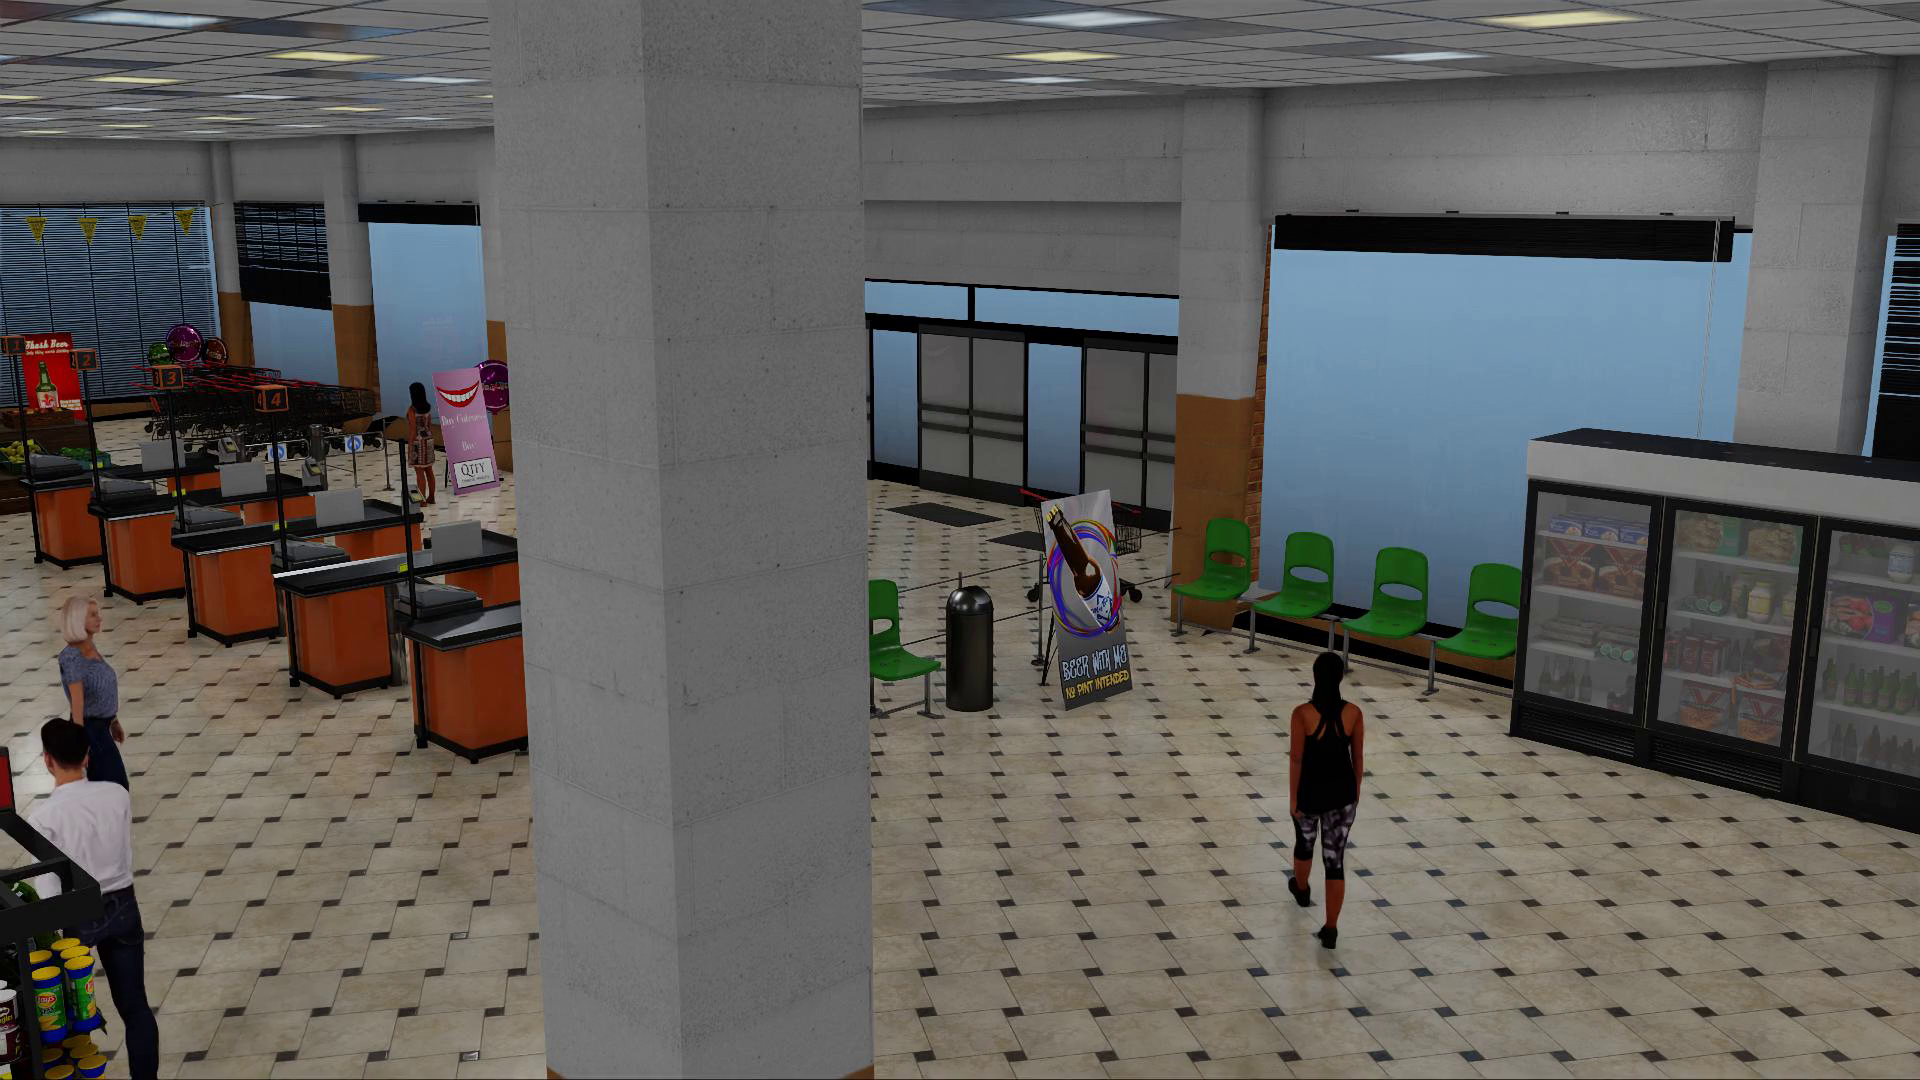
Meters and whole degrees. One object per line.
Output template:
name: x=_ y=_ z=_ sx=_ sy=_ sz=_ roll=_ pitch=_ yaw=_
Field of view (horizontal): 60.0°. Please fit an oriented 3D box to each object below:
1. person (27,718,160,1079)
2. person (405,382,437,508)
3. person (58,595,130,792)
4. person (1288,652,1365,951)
person: x=-3.770 y=1.725 z=7.343 sx=0.754 sy=1.820 sz=1.156 roll=10 pitch=15 yaw=39
person: x=-7.128 y=-1.272 z=22.000 sx=0.785 sy=1.645 sz=0.642 roll=4 pitch=12 yaw=17
person: x=-5.401 y=1.184 z=10.175 sx=0.686 sy=1.712 sz=0.660 roll=-3 pitch=12 yaw=-16
person: x=2.028 y=1.448 z=9.159 sx=1.074 sy=1.614 sz=1.129 roll=0 pitch=12 yaw=-1
